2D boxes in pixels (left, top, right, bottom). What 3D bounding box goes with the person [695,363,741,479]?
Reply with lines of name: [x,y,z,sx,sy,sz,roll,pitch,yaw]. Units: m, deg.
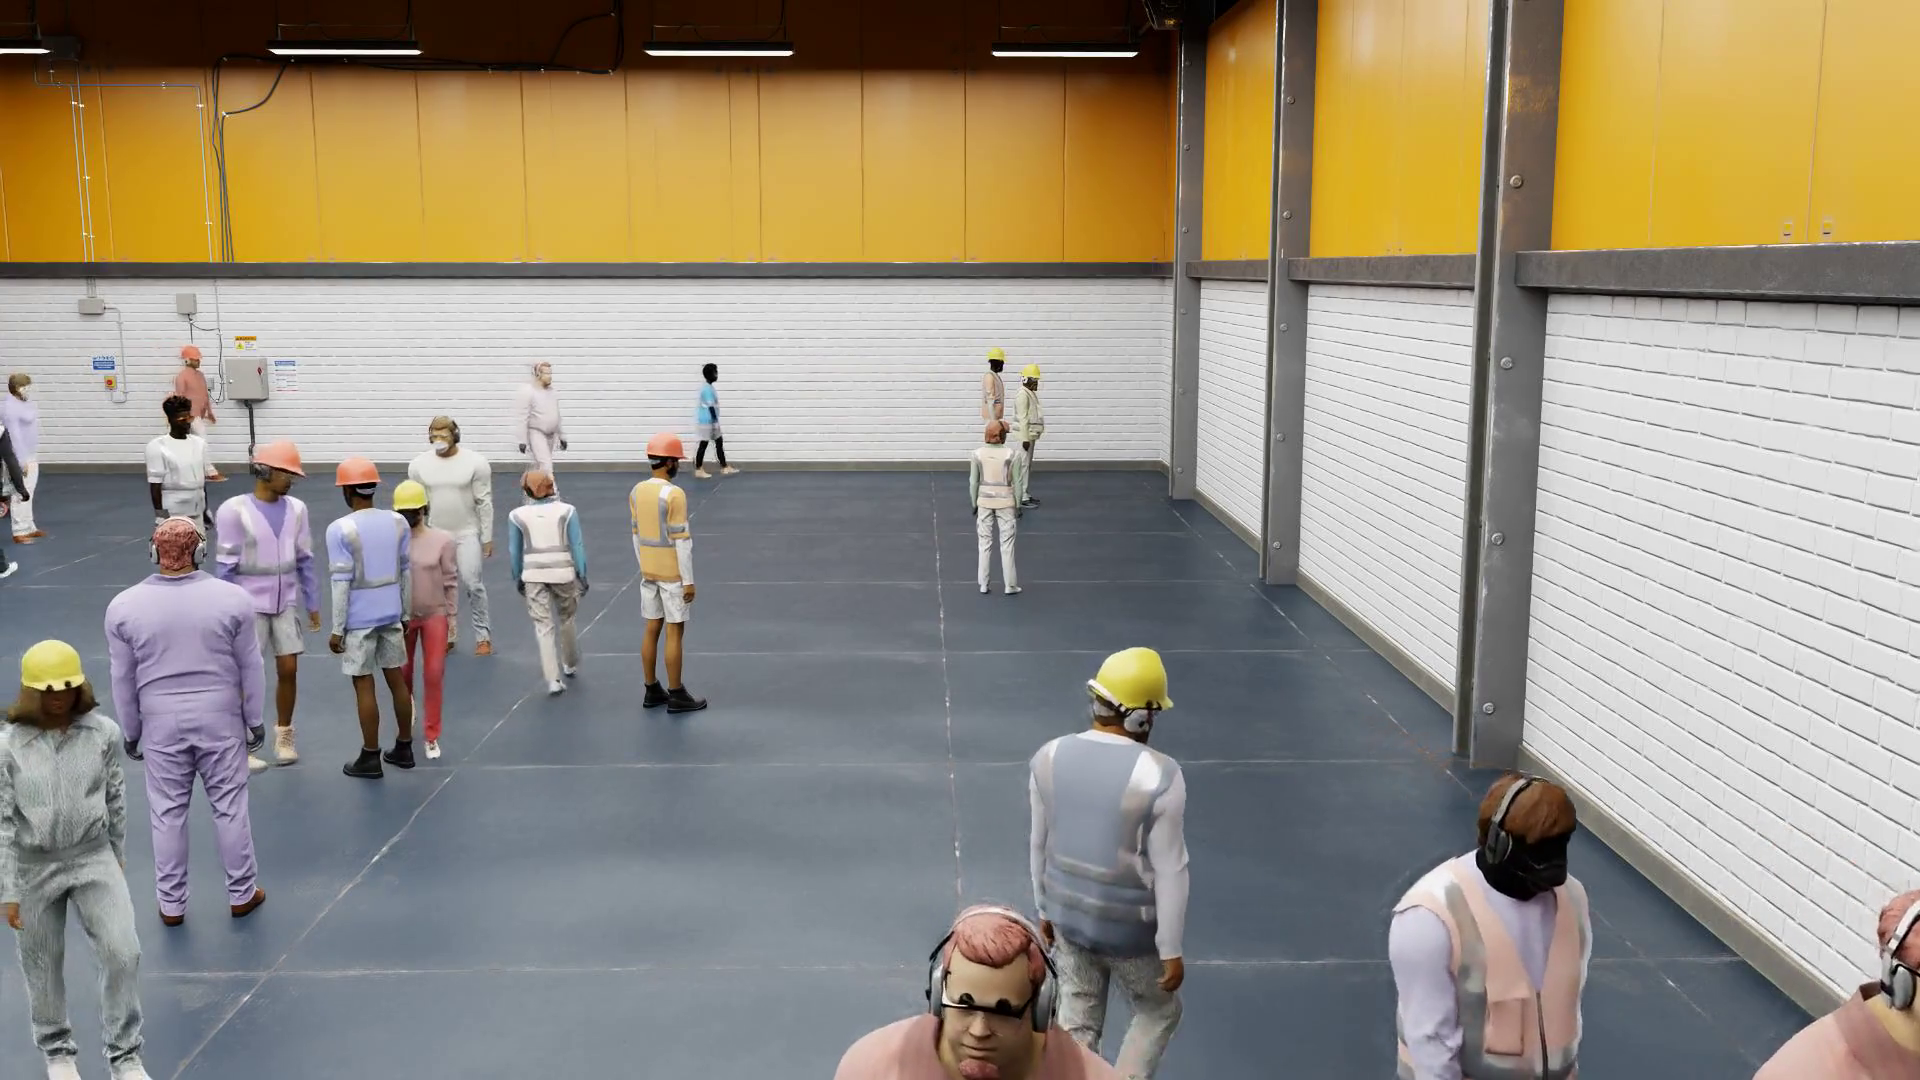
person: [-3.506,-1.711,24.036,0.765,1.664,0.555,-1,9,-7]

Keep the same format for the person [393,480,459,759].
person: [-3.415,0.470,10.464,0.521,1.745,0.609,-3,10,-17]

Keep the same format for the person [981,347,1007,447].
person: [0.485,-1.765,23.586,0.357,1.930,0.586,1,9,6]

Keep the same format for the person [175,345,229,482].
person: [-10.997,-1.802,23.734,0.951,1.966,0.607,0,9,0]

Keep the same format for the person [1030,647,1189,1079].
person: [0.501,1.243,5.507,0.622,1.807,0.437,7,12,37]

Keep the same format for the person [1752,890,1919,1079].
person: [1.884,1.596,3.172,0.651,1.870,0.919,-3,10,-20]

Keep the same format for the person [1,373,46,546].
person: [-10.365,-0.904,18.433,0.379,1.902,0.757,-2,9,-12]

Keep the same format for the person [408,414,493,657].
person: [-3.955,-0.021,12.955,0.640,1.929,0.406,0,9,-2]

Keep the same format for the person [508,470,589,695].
person: [-2.965,0.282,12.045,0.558,1.590,0.831,-2,9,-12]

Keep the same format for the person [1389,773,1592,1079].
person: [1.334,1.443,4.382,0.604,1.792,0.974,-3,10,-17]

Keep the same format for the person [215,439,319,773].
person: [-4.214,0.390,10.156,0.413,2.024,0.623,6,11,32]

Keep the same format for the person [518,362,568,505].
person: [-5.105,-1.266,20.679,0.926,1.869,0.666,4,10,23]

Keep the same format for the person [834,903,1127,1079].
person: [0.042,1.584,3.156,0.672,1.891,0.466,2,10,15]

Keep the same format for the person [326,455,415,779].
person: [-3.547,0.455,9.958,0.378,1.932,0.551,6,11,34]

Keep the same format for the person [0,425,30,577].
person: [-9.367,-0.489,15.974,0.609,1.864,1.023,0,9,3]

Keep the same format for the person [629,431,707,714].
person: [-2.006,0.220,11.404,0.544,1.935,0.361,8,12,40]

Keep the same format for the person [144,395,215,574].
person: [-6.653,-0.254,14.248,0.393,1.967,0.624,4,10,21]

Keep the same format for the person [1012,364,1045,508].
person: [0.876,-1.331,21.240,0.404,1.827,0.589,2,9,10]

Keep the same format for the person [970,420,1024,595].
person: [0.340,-0.298,15.493,0.515,1.636,0.314,3,10,19]

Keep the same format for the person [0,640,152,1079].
person: [-3.197,1.211,5.976,0.486,1.721,0.671,-9,13,-43]

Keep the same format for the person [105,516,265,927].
person: [-3.558,0.835,7.714,0.643,1.909,0.410,-3,10,-20]
